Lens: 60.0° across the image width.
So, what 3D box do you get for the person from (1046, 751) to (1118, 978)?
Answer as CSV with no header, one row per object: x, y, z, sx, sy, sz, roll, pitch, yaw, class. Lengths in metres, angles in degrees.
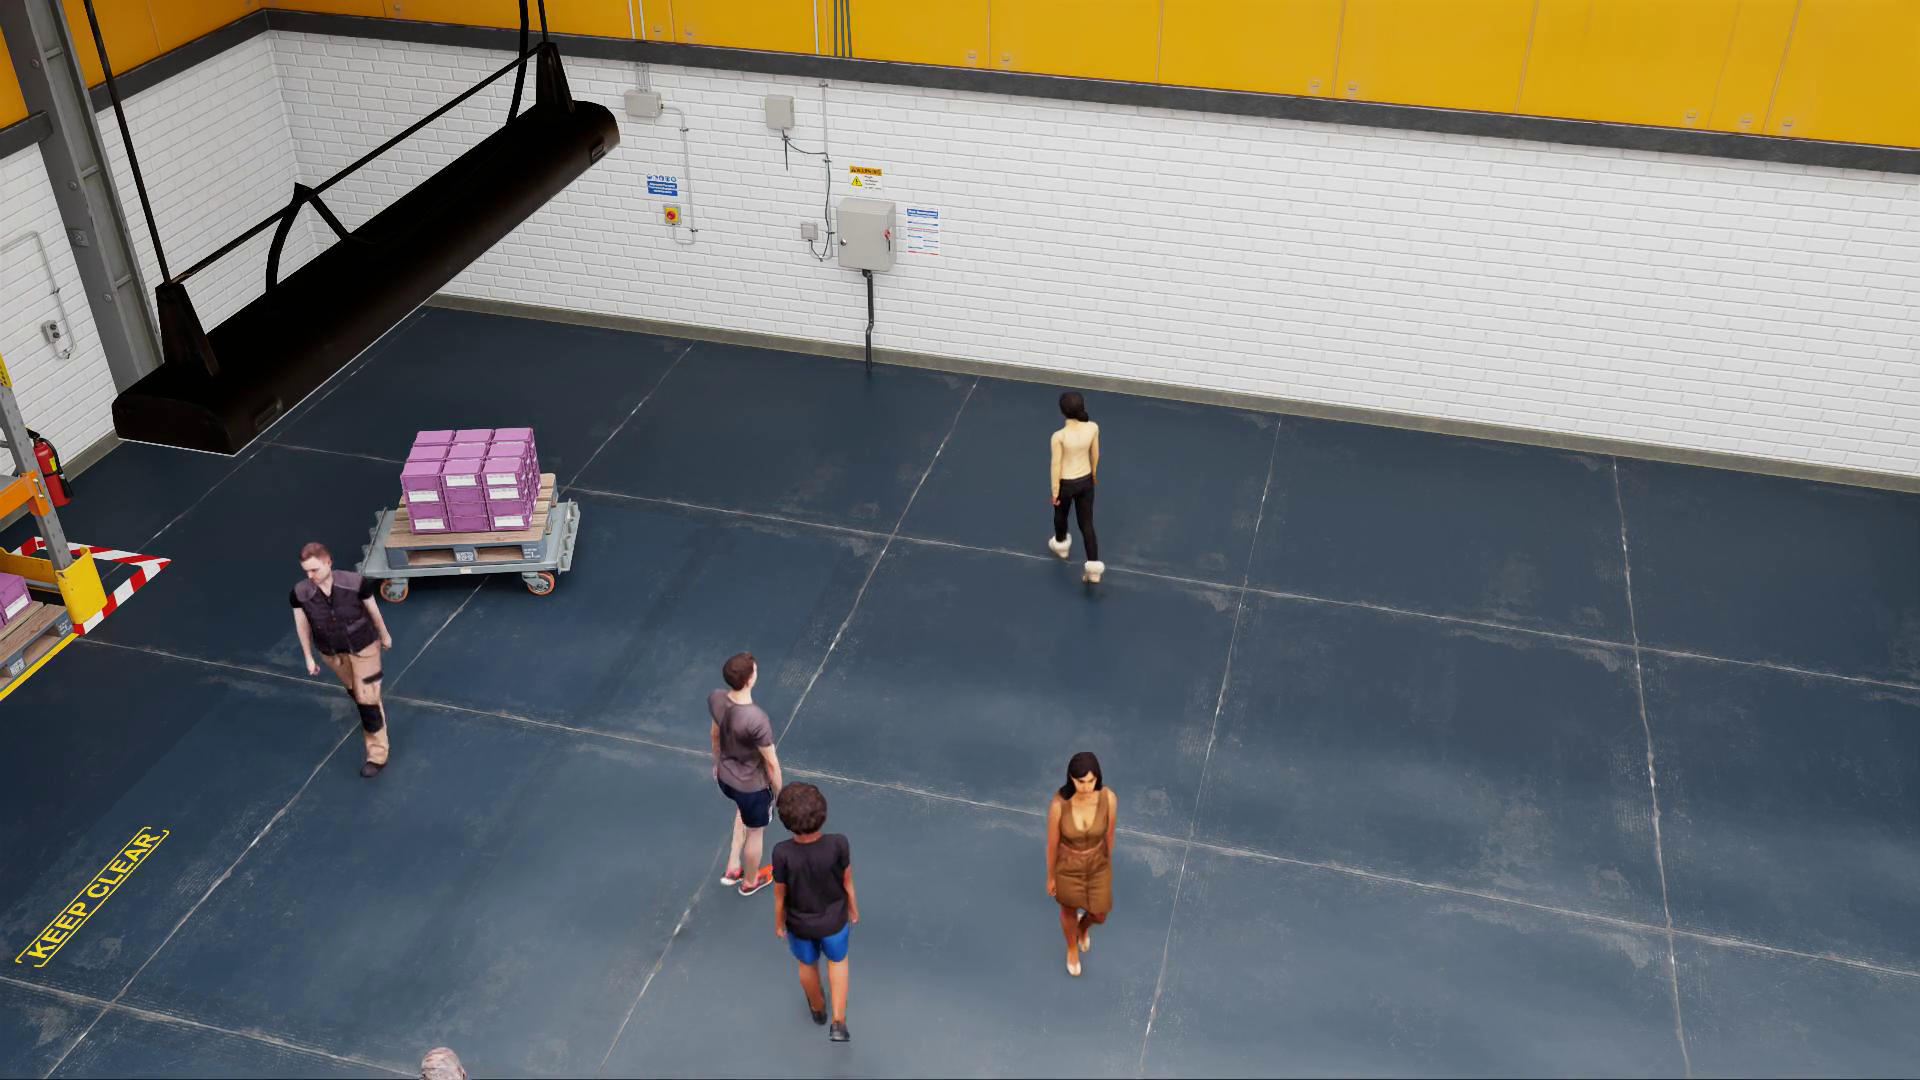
0.676,1.845,9.665,0.673,1.676,0.733,-4,34,-7,person

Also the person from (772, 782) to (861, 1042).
-0.775,2.112,9.169,0.858,1.780,0.995,-7,34,-11,person

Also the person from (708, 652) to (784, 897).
-1.359,1.484,10.057,0.807,1.844,0.829,25,41,32,person

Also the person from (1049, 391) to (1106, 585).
0.943,-0.393,13.077,0.991,1.626,1.164,-10,35,-15,person

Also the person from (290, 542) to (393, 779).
-4.135,0.664,11.336,0.959,1.793,1.224,-6,34,-10,person
